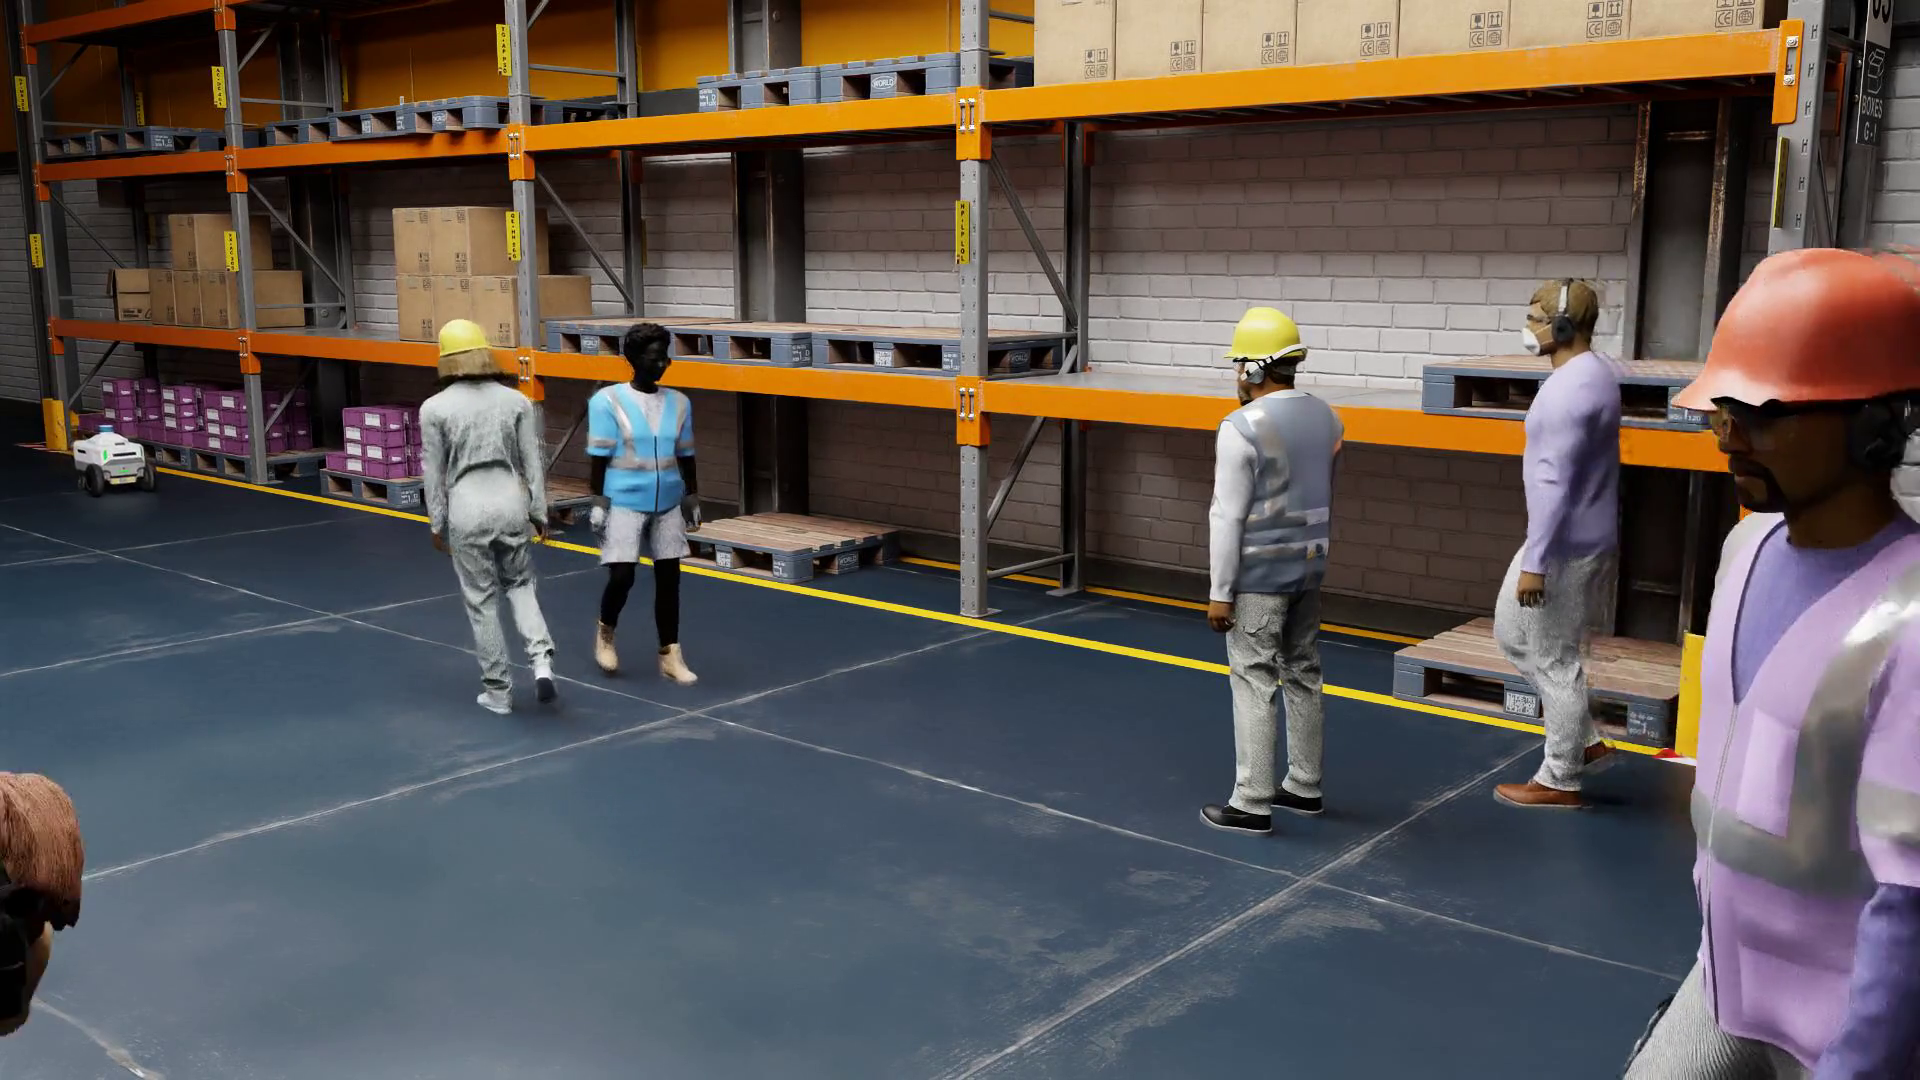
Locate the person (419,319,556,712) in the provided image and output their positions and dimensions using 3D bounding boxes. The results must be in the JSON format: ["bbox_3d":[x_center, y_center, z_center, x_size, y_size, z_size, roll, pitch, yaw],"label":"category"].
[{"bbox_3d":[-2.055,-0.090,7.209,0.500,1.719,0.485,-7,12,-33],"label":"person"}]

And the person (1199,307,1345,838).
[{"bbox_3d":[1.070,0.111,5.782,0.591,1.823,0.405,-9,13,-41],"label":"person"}]

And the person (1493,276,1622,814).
[{"bbox_3d":[2.110,0.034,5.922,0.434,1.924,0.644,4,11,23],"label":"person"}]

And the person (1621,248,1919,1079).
[{"bbox_3d":[1.020,0.628,2.274,0.877,2.010,0.636,0,10,-2],"label":"person"}]

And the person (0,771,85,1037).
[{"bbox_3d":[-0.762,0.968,1.410,0.548,1.624,0.479,5,11,25],"label":"person"}]

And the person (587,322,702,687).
[{"bbox_3d":[-1.462,-0.163,7.689,0.573,1.688,0.475,-8,13,-39],"label":"person"}]

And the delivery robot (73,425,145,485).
[{"bbox_3d":[-7.055,-0.709,13.781,0.707,0.478,0.477,9,14,43],"label":"delivery robot"}]
